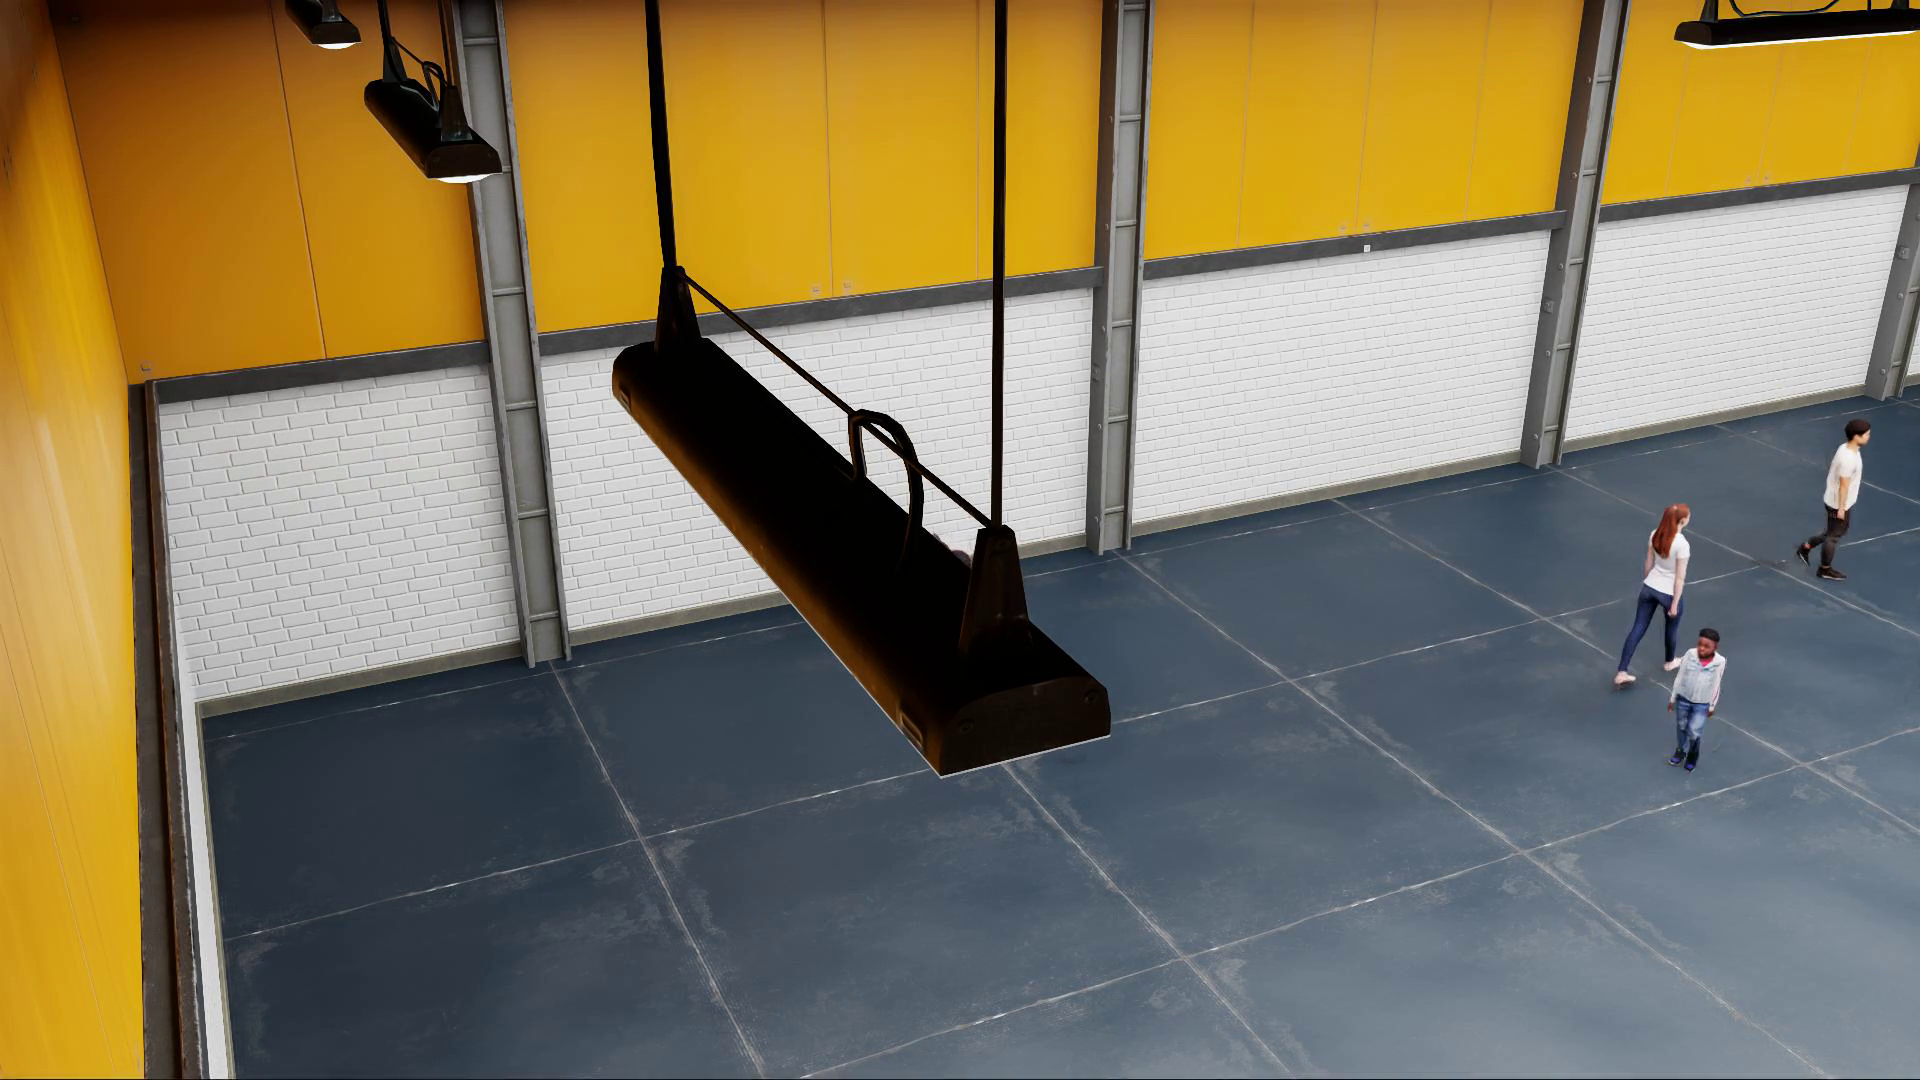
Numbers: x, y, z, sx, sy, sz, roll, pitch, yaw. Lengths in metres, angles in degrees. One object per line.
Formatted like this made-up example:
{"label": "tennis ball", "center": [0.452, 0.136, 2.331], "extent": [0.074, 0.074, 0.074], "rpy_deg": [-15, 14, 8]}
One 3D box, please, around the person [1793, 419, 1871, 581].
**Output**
{"label": "person", "center": [8.831, -0.431, 16.838], "extent": [0.916, 1.716, 0.864], "rpy_deg": [11, 26, 23]}

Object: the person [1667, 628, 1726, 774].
{"label": "person", "center": [6.013, 1.263, 13.548], "extent": [0.557, 1.247, 0.604], "rpy_deg": [22, 32, 40]}

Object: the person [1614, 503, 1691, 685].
{"label": "person", "center": [6.120, 0.521, 14.690], "extent": [1.164, 1.692, 0.705], "rpy_deg": [-15, 28, -30]}
